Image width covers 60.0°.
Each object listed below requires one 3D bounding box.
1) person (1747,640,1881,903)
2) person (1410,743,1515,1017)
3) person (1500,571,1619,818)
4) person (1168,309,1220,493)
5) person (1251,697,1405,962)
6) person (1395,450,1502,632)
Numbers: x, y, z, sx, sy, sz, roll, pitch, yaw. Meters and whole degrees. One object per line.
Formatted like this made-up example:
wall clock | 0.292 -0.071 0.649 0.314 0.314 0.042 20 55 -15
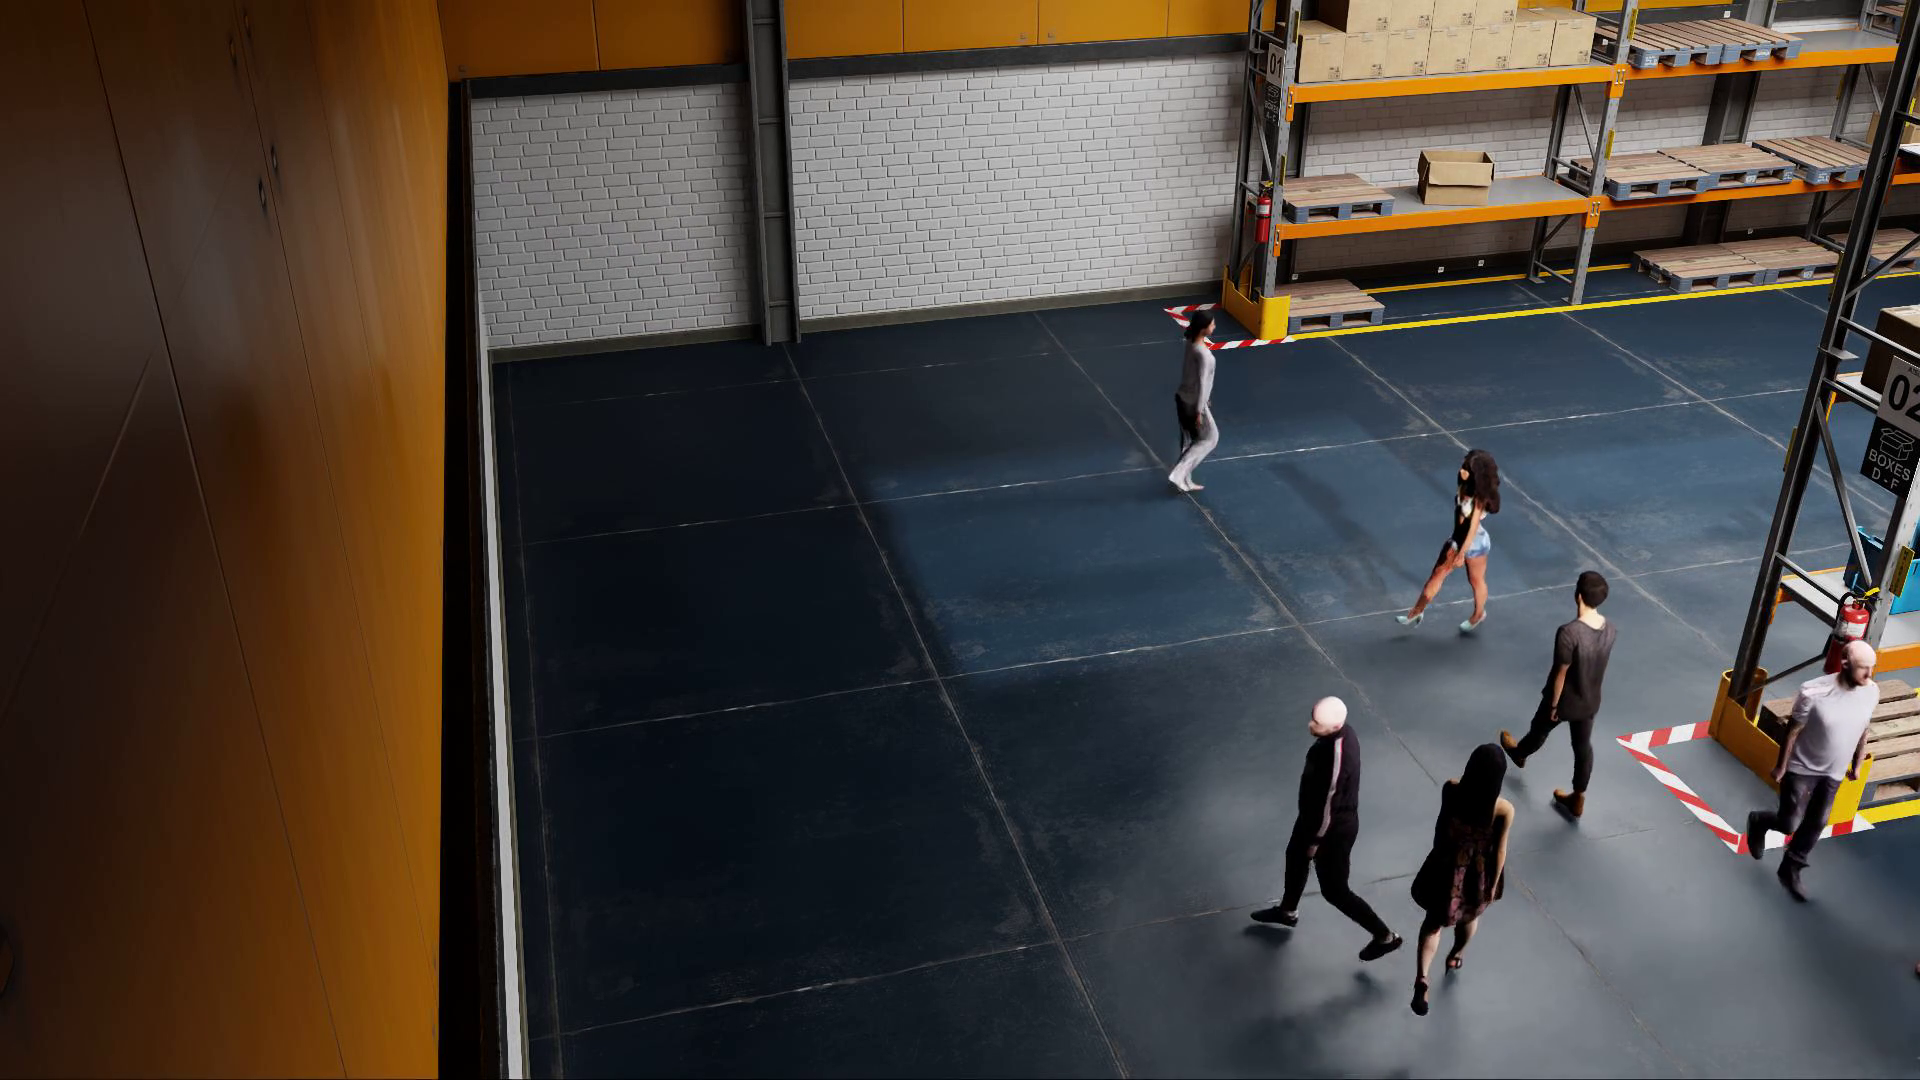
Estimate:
person | 5.221 1.345 10.245 0.815 1.822 0.840 -4 29 -8
person | 2.773 1.909 9.286 1.082 1.751 1.137 16 32 27
person | 4.085 1.056 10.932 0.970 1.671 0.677 -7 29 -13
person | 2.034 -1.230 15.028 0.668 1.762 0.586 -6 29 -12
person | 2.221 1.697 9.626 1.201 1.796 0.939 5 29 9
person | 4.001 0.046 12.866 0.958 1.593 0.610 -5 29 -10
